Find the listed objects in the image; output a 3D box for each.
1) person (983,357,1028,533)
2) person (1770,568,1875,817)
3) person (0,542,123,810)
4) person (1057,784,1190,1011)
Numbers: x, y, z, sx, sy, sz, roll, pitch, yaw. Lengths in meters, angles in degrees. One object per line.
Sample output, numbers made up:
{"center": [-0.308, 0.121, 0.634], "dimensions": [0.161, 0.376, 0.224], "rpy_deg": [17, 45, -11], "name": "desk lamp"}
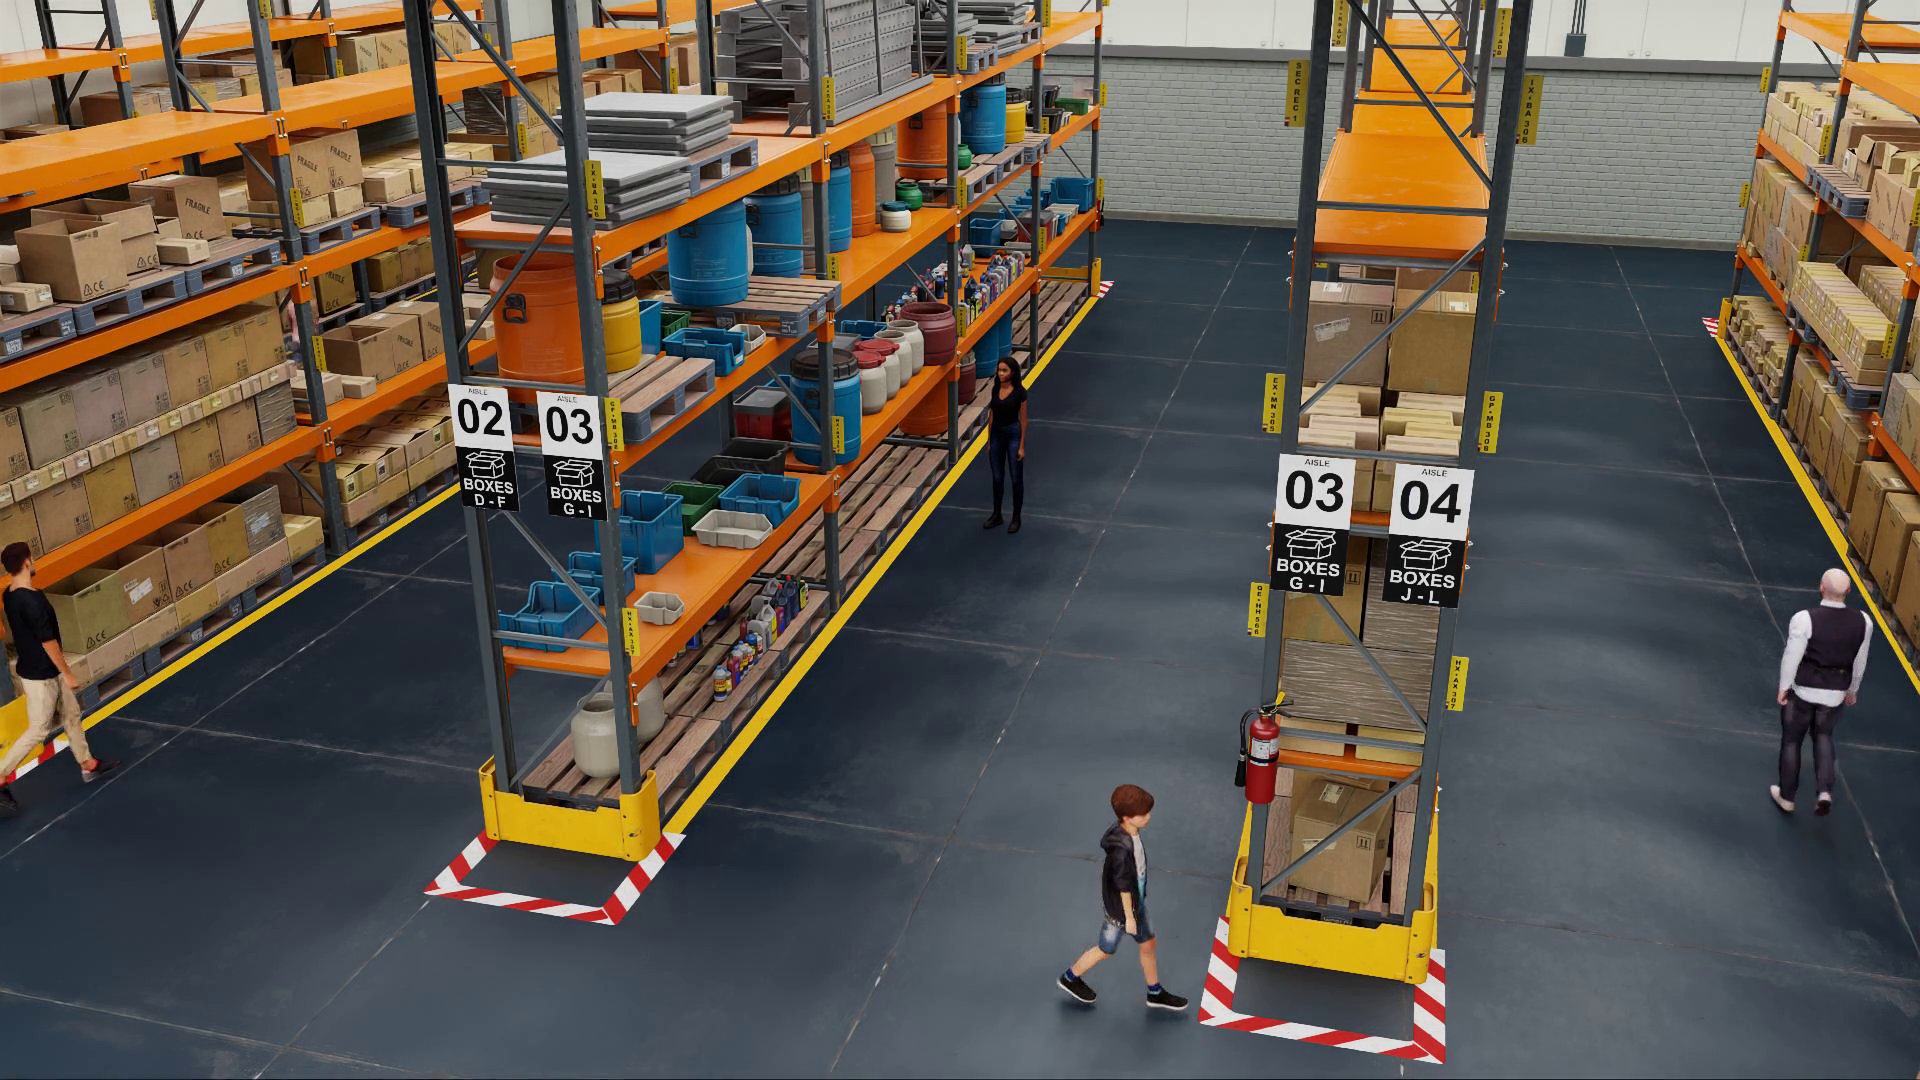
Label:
{"center": [0.460, -0.947, 16.150], "dimensions": [0.594, 1.740, 0.582], "rpy_deg": [11, 25, 24], "name": "person"}
{"center": [5.756, 1.072, 11.116], "dimensions": [0.794, 1.814, 0.930], "rpy_deg": [2, 22, 4], "name": "person"}
{"center": [-6.401, 0.958, 11.400], "dimensions": [1.241, 1.810, 1.099], "rpy_deg": [-14, 26, -31], "name": "person"}
{"center": [0.862, 2.022, 9.320], "dimensions": [0.605, 1.415, 0.905], "rpy_deg": [6, 23, 15], "name": "person"}
